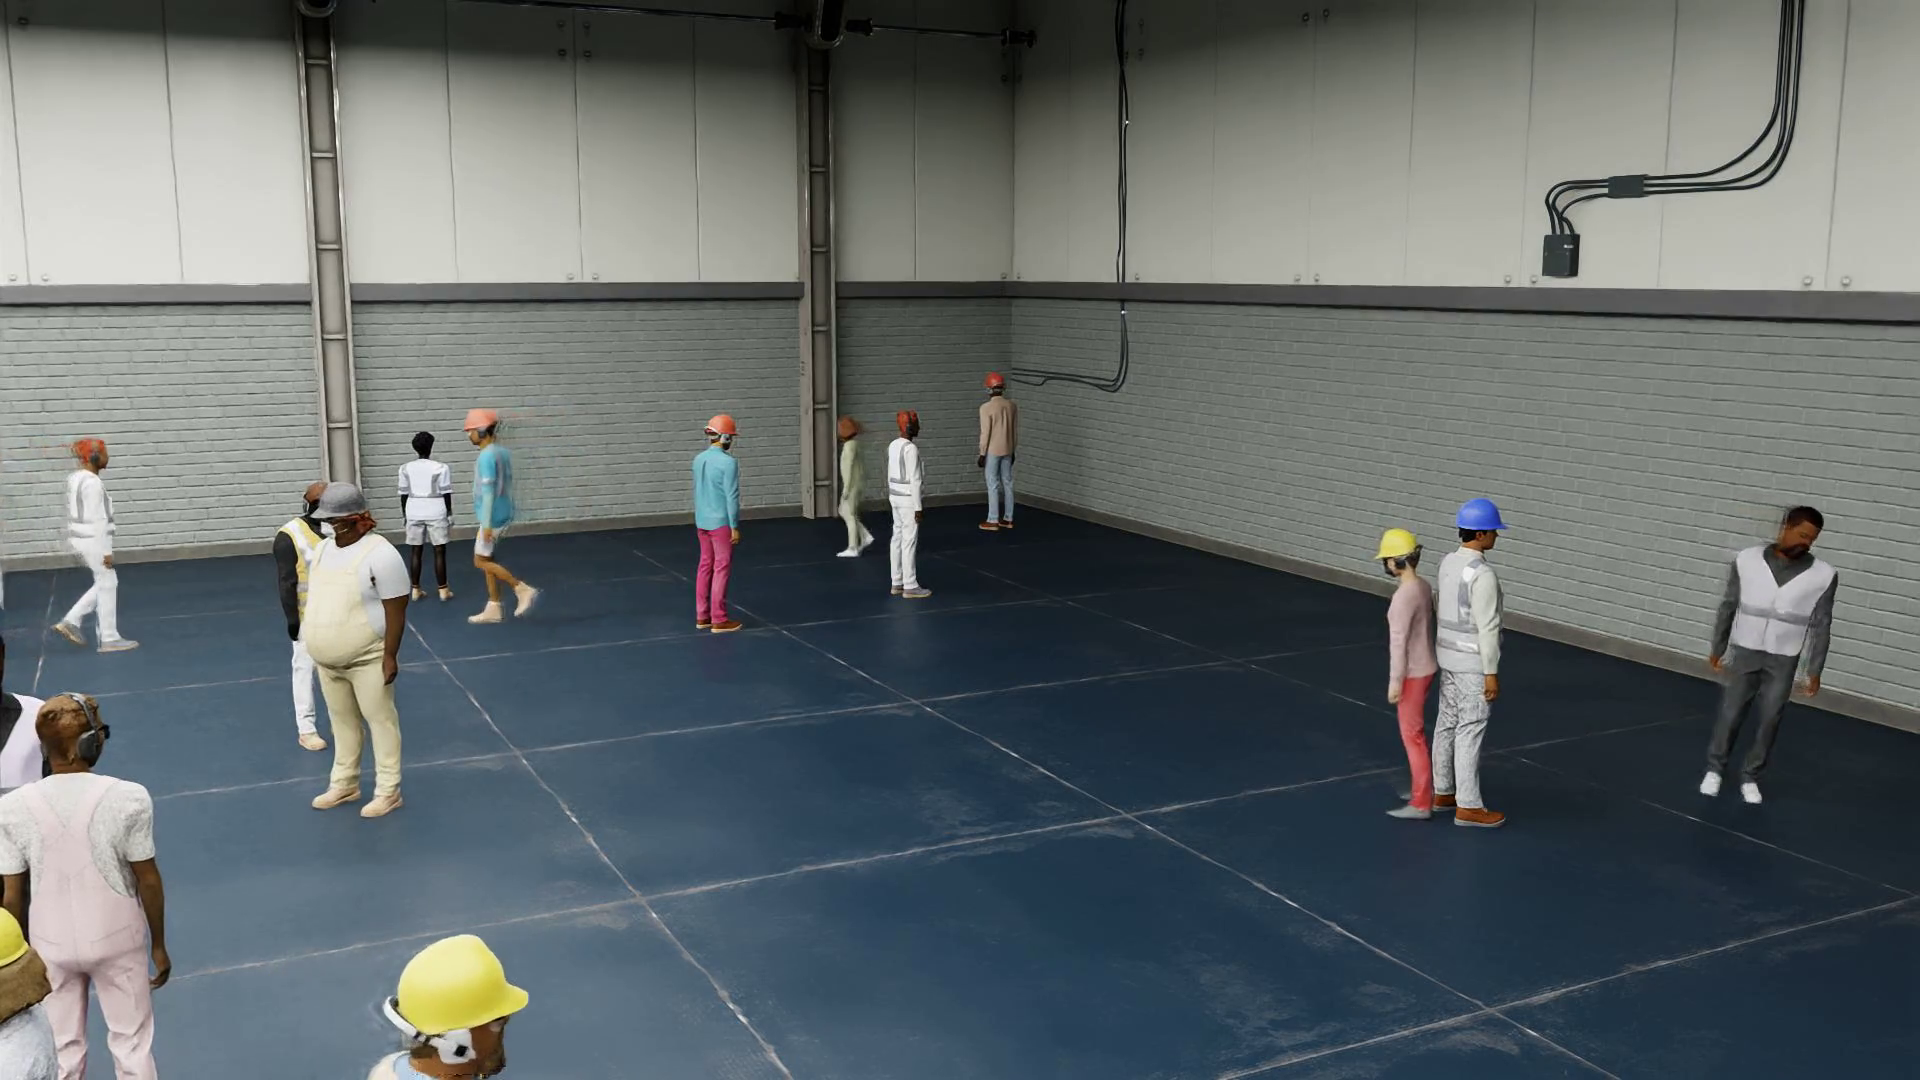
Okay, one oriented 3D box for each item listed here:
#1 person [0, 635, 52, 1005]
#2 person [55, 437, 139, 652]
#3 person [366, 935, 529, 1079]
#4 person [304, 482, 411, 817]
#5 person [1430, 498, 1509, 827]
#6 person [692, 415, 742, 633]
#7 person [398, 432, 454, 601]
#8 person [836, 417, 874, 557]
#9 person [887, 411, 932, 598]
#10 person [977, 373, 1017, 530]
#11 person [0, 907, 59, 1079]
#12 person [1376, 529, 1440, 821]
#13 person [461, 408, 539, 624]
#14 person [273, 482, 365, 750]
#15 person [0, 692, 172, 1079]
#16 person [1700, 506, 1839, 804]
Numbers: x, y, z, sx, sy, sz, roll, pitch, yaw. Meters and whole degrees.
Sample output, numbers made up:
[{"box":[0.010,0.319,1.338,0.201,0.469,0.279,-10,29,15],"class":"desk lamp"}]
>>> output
[{"box":[-3.825,1.276,6.557,0.392,1.916,0.591,6,11,32],"class":"person"},{"box":[-7.445,0.051,14.273,0.522,1.872,0.592,-7,11,-35],"class":"person"},{"box":[-1.181,1.782,3.851,0.949,1.788,0.597,-6,11,-31],"class":"person"},{"box":[-3.666,0.652,10.013,0.682,2.000,0.536,5,10,27],"class":"person"},{"box":[3.024,0.719,9.883,0.385,1.948,0.605,-2,9,-11],"class":"person"},{"box":[-2.195,-0.154,15.197,0.434,1.977,0.601,-8,12,-41],"class":"person"},{"box":[-5.302,-0.231,16.534,0.536,1.694,0.320,1,9,5],"class":"person"},{"box":[-1.253,-0.604,19.054,0.365,1.619,0.503,0,9,-1],"class":"person"},{"box":[-0.528,-0.363,16.752,0.356,1.883,0.573,-5,10,-28],"class":"person"},{"box":[0.463,-1.121,21.084,0.622,1.990,0.395,-8,12,-41],"class":"person"},{"box":[-2.394,1.744,4.205,0.323,1.741,0.490,-5,10,-27],"class":"person"},{"box":[2.694,0.803,10.004,0.437,1.743,0.553,5,11,29],"class":"person"},{"box":[-4.289,-0.209,15.380,0.582,2.018,0.631,-2,9,-9],"class":"person"},{"box":[-4.398,0.510,11.514,0.430,1.840,0.623,6,11,33],"class":"person"},{"box":[-3.029,1.437,5.792,0.505,1.841,0.347,-2,9,-13],"class":"person"},{"box":[4.973,0.707,10.199,0.679,1.867,0.392,5,10,28],"class":"person"}]
